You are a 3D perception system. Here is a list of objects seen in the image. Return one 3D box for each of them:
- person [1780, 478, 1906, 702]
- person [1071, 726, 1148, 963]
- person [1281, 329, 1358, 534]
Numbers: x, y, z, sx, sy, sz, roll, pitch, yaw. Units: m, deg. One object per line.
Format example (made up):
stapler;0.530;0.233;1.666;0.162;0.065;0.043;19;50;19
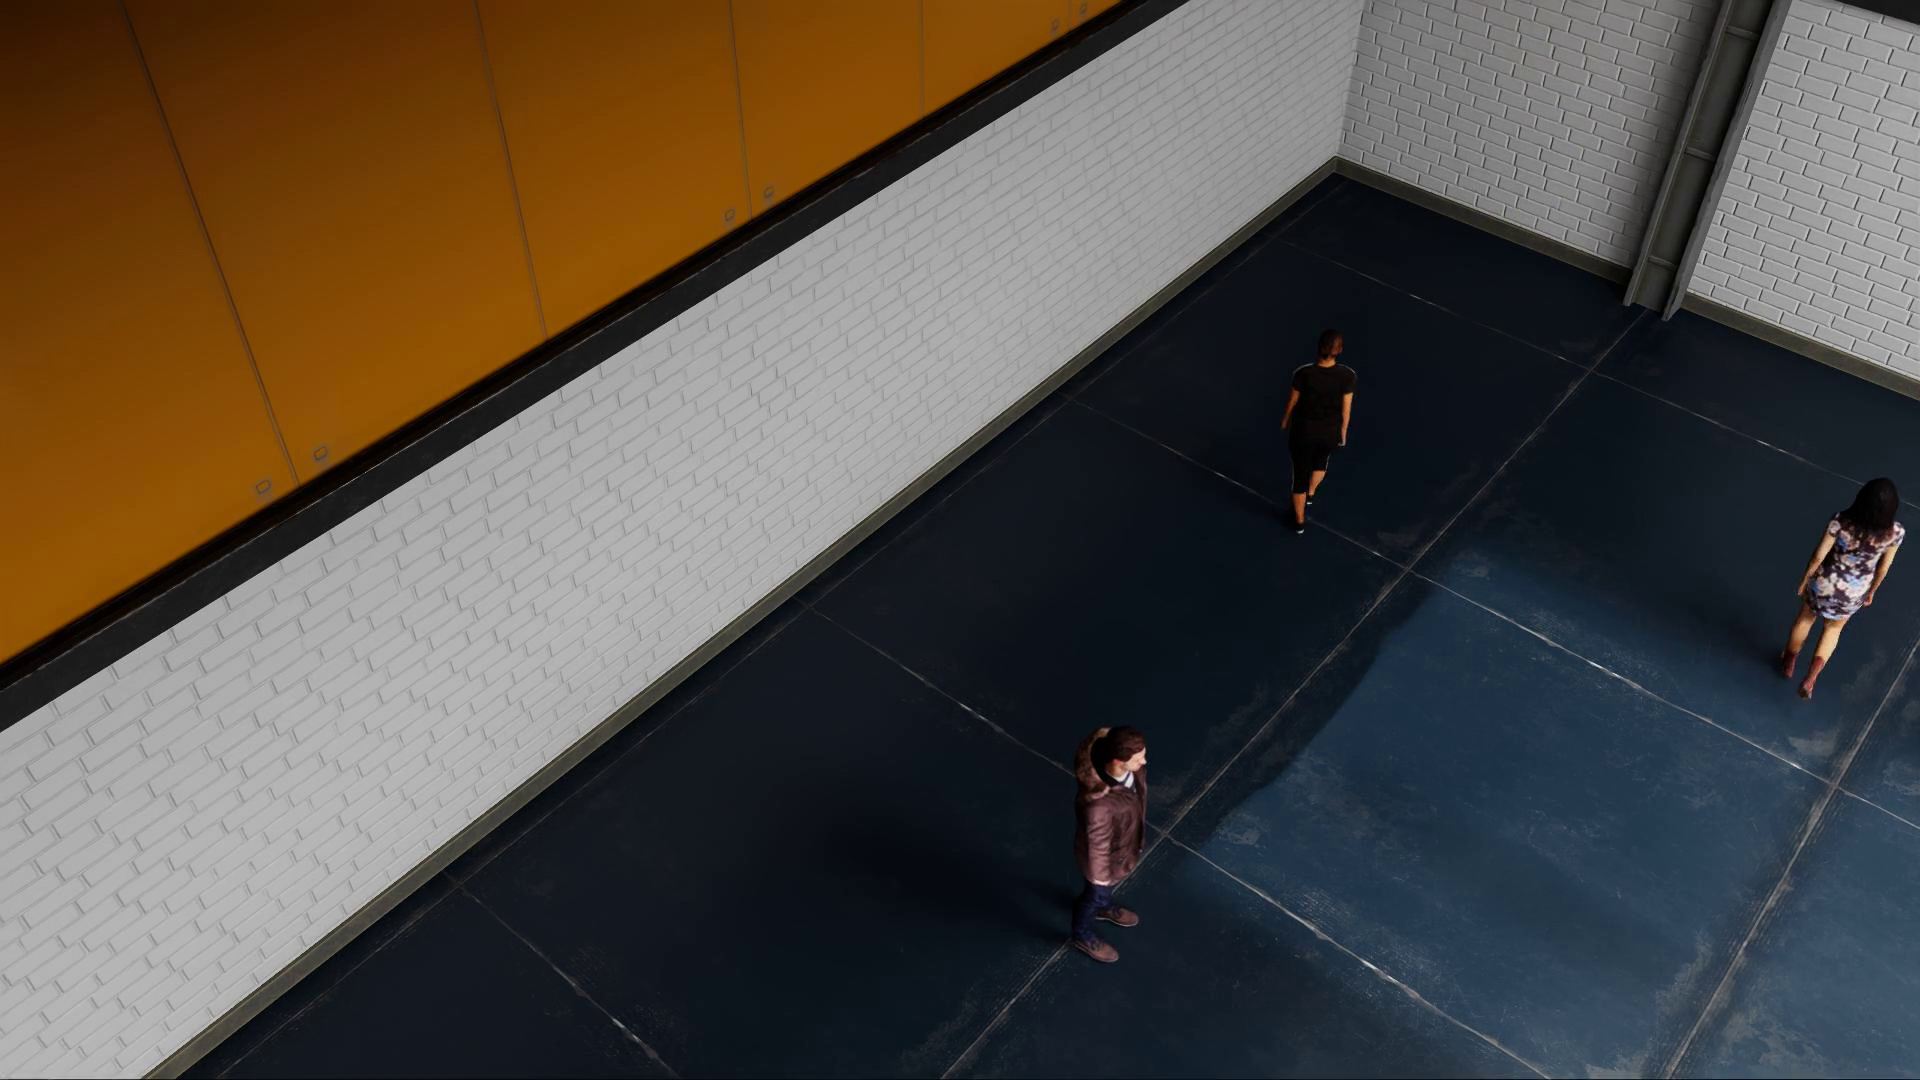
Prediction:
person;5.482;0.350;10.403;0.847;1.719;0.800;17;46;17
person;0.792;1.609;8.992;0.779;1.842;0.824;16;46;16
person;2.479;-0.711;11.565;0.857;1.653;0.891;3;44;3
